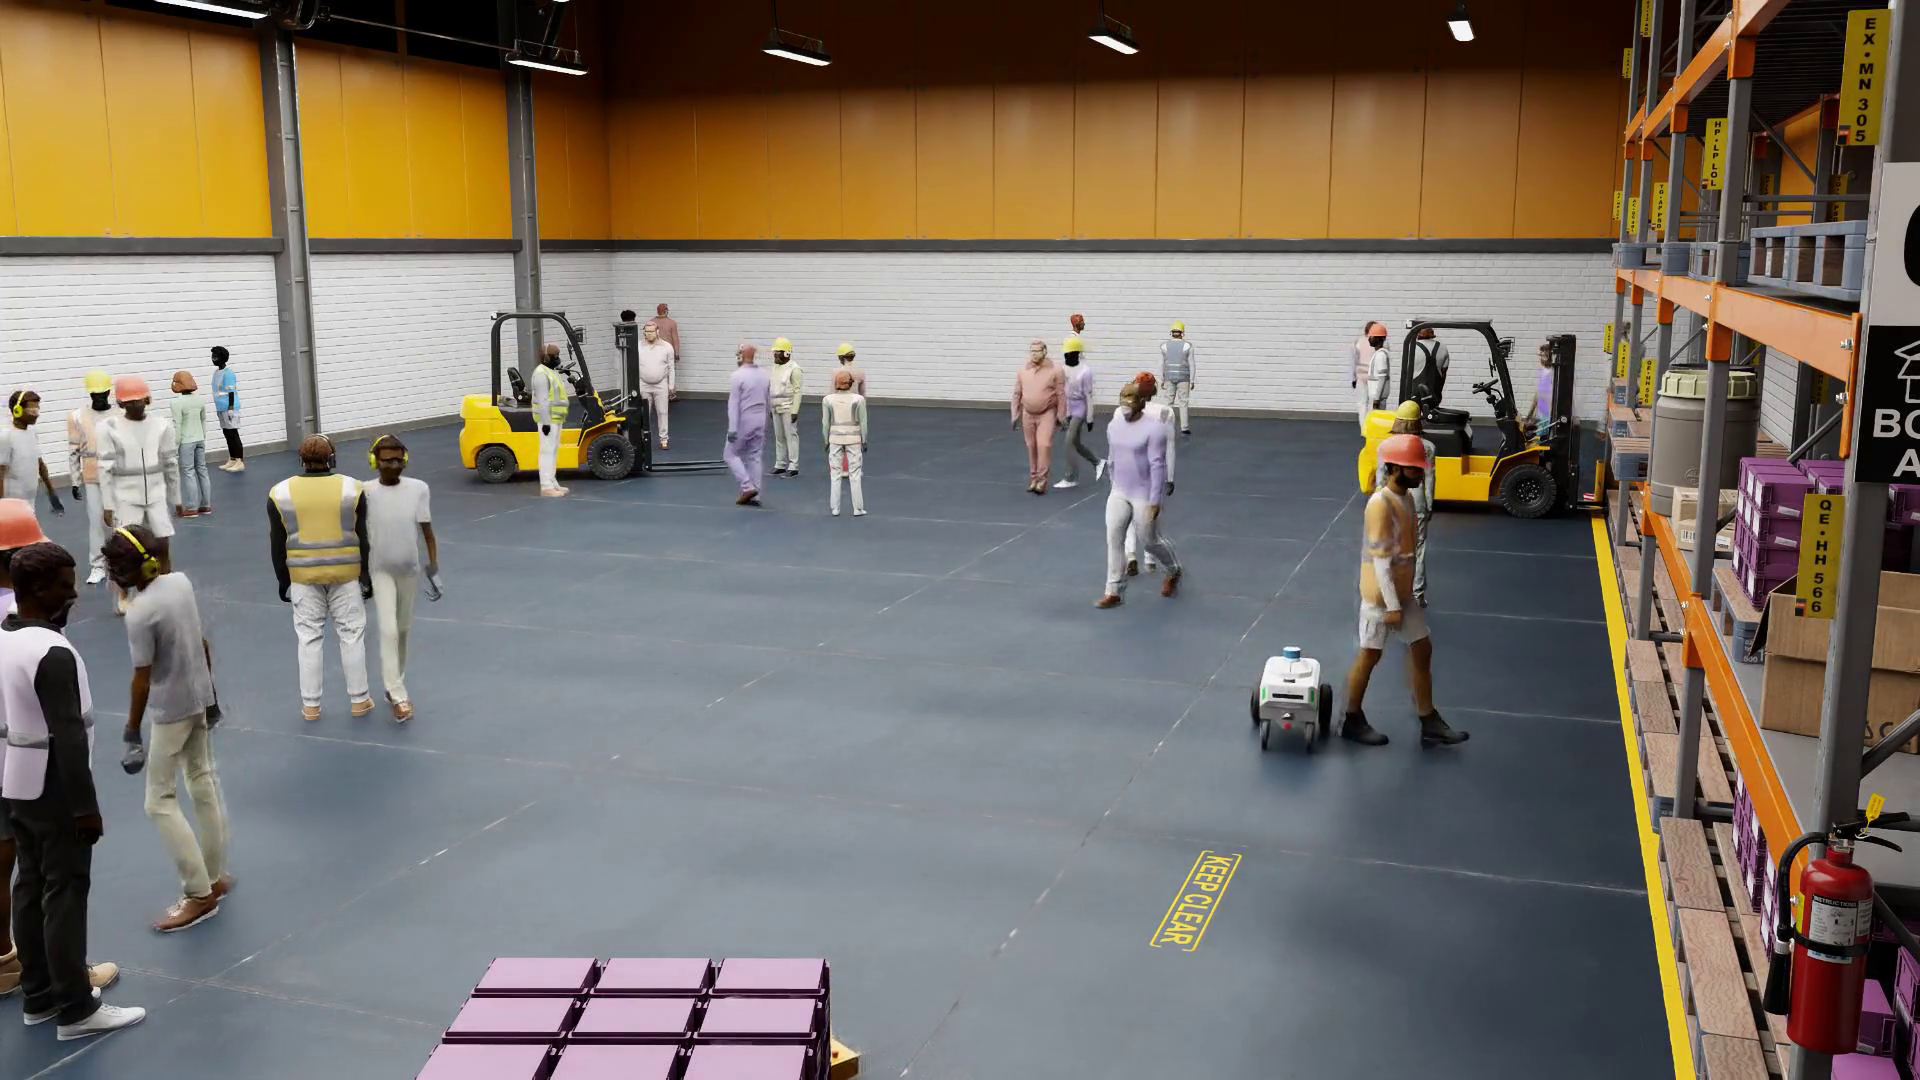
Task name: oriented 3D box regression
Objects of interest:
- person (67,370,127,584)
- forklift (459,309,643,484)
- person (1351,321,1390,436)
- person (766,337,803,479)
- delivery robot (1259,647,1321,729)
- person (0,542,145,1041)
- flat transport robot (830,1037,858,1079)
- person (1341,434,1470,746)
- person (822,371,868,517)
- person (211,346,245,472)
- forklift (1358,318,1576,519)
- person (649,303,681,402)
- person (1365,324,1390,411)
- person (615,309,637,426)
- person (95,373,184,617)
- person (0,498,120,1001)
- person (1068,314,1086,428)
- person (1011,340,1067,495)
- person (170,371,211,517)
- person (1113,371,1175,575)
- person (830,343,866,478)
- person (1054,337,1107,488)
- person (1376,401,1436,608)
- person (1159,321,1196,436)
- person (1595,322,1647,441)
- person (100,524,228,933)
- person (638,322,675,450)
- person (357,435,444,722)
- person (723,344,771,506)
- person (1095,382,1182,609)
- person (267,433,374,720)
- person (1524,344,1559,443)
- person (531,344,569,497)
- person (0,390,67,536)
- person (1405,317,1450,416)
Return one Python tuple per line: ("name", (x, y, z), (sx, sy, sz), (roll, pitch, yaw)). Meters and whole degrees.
("person", (-7.657, -0.564, 14.926), (0.594, 1.921, 0.386), (-4, 11, -21))
("forklift", (-5.354, -1.902, 21.697), (2.313, 2.155, 1.214), (-2, 10, -13))
("person", (6.538, -2.567, 26.465), (0.652, 1.829, 0.521), (6, 12, 29))
("person", (-2.303, -1.720, 21.688), (0.403, 1.835, 0.586), (-9, 13, -40))
("delivery robot", (2.039, 0.903, 10.254), (0.477, 0.478, 0.707), (2, 10, 14))
("person", (-3.494, 0.961, 6.370), (0.587, 1.914, 0.390), (8, 13, 37))
("flat transport robot", (-1.125, 1.880, 5.813), (1.431, 0.197, 0.652), (-8, 13, -38))
("person", (2.693, 0.331, 9.926), (0.853, 1.906, 0.566), (8, 13, 37))
("person", (-1.281, -1.072, 18.587), (0.514, 1.639, 0.311), (1, 10, 8))
("person", (-9.844, -1.759, 22.320), (0.321, 1.690, 0.536), (-10, 14, -43))
("forklift", (5.787, -1.437, 19.079), (2.313, 2.155, 1.214), (3, 11, 19))
("person", (-5.714, -3.618, 32.176), (0.643, 1.909, 0.410), (3, 10, 14))
("person", (5.802, -2.036, 23.176), (0.376, 1.939, 0.547), (2, 10, 14))
("person", (-5.591, -2.884, 27.913), (0.395, 1.956, 0.607), (0, 10, -2))
("person", (-6.620, -0.342, 13.419), (0.596, 2.023, 0.689), (9, 14, 43))
("person", (-3.736, 0.849, 6.635), (0.607, 2.044, 0.378), (3, 10, 15))
("person", (1.941, -2.812, 27.702), (0.349, 1.882, 0.584), (2, 10, 9))
("person", (0.908, -1.482, 20.239), (0.679, 1.876, 0.844), (4, 11, 24))
("person", (-8.630, -1.077, 18.620), (0.281, 1.636, 0.500), (3, 10, 15))
("person", (1.684, -0.602, 15.281), (0.590, 1.874, 0.591), (1, 10, 4))
("person", (-1.475, -1.687, 21.737), (0.532, 1.754, 0.373), (-8, 13, -39))
("person", (1.527, -1.615, 20.937), (0.816, 1.895, 0.607), (-6, 12, -29))
("person", (3.720, -0.294, 13.911), (0.483, 1.745, 0.300), (3, 10, 16))
("person", (3.464, -2.570, 26.483), (0.588, 1.831, 0.404), (4, 11, 20))
("person", (10.123, -2.394, 25.381), (0.671, 1.883, 1.042), (-1, 10, -7))
("person", (-3.548, 0.802, 7.529), (0.333, 1.831, 0.653), (1, 10, 4))
("person", (-4.537, -2.268, 24.571), (0.648, 1.907, 0.401), (-1, 10, -5))
("person", (-3.578, 0.248, 10.632), (0.490, 1.827, 0.927), (-7, 12, -35))
("person", (-2.484, -1.324, 19.284), (0.425, 1.893, 0.684), (7, 12, 35))
("person", (1.527, -0.392, 14.039), (0.631, 1.907, 0.897), (10, 14, 44))
("person", (-4.060, 0.237, 10.649), (0.625, 1.844, 0.429), (-3, 11, -17))
("person", (7.257, -1.549, 20.798), (0.873, 1.798, 0.609), (2, 10, 9))
("person", (-4.947, -1.446, 20.127), (0.429, 1.841, 0.633), (0, 10, -1))
("person", (-7.690, -0.318, 13.766), (0.576, 1.843, 0.531), (-1, 10, -5))
("person", (6.428, -2.098, 23.237), (0.684, 2.000, 0.538), (-2, 10, -14))
